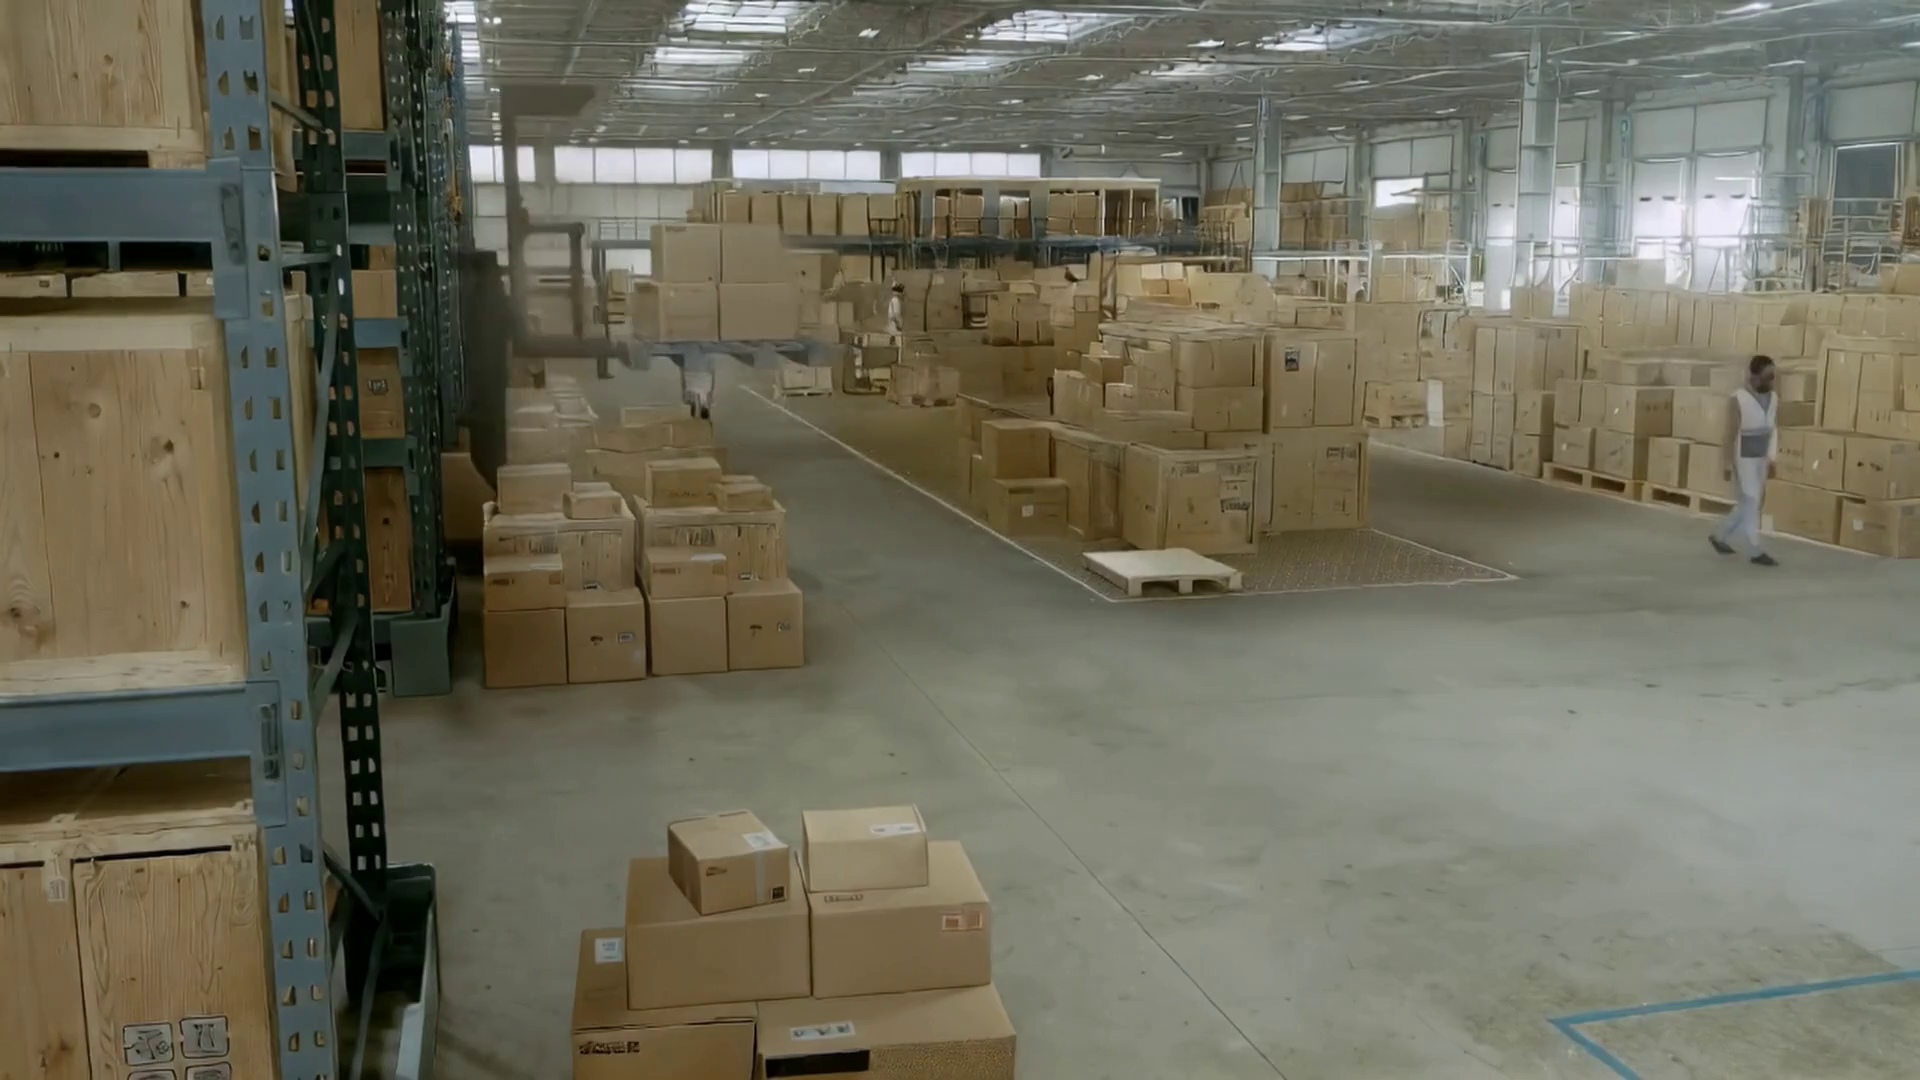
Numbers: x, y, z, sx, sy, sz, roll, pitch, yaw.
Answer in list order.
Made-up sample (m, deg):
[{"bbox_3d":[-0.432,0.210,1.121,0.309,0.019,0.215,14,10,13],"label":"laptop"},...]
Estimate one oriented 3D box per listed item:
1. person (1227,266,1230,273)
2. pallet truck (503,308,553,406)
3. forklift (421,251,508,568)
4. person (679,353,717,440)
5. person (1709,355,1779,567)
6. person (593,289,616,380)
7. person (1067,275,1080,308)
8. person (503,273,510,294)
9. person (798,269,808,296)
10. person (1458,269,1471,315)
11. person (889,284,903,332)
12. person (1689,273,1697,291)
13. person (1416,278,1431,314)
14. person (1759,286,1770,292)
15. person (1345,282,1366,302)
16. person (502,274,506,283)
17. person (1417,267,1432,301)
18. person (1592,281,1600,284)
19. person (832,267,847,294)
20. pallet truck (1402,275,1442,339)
[{"bbox_3d":[12.670,-12.027,78.923,0.616,1.943,0.395,3,10,16],"label":"person"},{"bbox_3d":[-6.242,-2.418,24.362,0.823,1.965,1.885,1,10,3],"label":"pallet truck"},{"bbox_3d":[-4.258,-1.186,14.891,1.873,2.768,1.129,-3,10,-15],"label":"forklift"},{"bbox_3d":[-3.695,-2.106,23.445,0.539,1.695,0.318,1,10,8],"label":"person"},{"bbox_3d":[7.204,-0.738,15.157,0.607,1.893,0.806,-5,11,-27],"label":"person"},{"bbox_3d":[-7.680,-4.432,35.863,0.368,1.961,0.612,-7,12,-33],"label":"person"},{"bbox_3d":[4.186,-8.983,62.073,0.508,1.818,0.999,-1,10,-8],"label":"person"},{"bbox_3d":[-16.063,-8.541,59.203,0.545,1.938,0.355,1,10,5],"label":"person"},{"bbox_3d":[-6.994,-11.090,73.781,0.921,1.901,0.593,8,13,37],"label":"person"},{"bbox_3d":[21.246,-10.438,69.996,0.550,1.921,0.569,0,10,1],"label":"person"},{"bbox_3d":[-1.581,-5.360,41.195,0.360,1.938,0.546,-3,10,-17],"label":"person"},{"bbox_3d":[23.949,-7.761,54.630,0.377,1.995,0.611,1,10,6],"label":"person"},{"bbox_3d":[18.126,-9.445,64.898,0.542,1.725,0.863,-4,11,-20],"label":"person"},{"bbox_3d":[18.938,-5.039,39.385,0.374,1.936,0.629,5,11,26],"label":"person"},{"bbox_3d":[11.520,-6.588,48.430,0.633,1.837,0.429,-2,10,-8],"label":"person"},{"bbox_3d":[-17.084,-8.992,62.016,0.626,1.847,0.752,-5,11,-27],"label":"person"},{"bbox_3d":[21.294,-11.544,76.261,0.664,1.932,0.951,4,11,22],"label":"person"},{"bbox_3d":[18.564,-6.647,48.676,0.591,1.862,0.590,4,11,22],"label":"person"},{"bbox_3d":[-5.105,-10.498,70.058,0.647,2.016,0.688,5,11,24],"label":"person"},{"bbox_3d":[14.620,-7.324,52.145,0.823,1.965,1.885,8,13,40],"label":"pallet truck"}]
